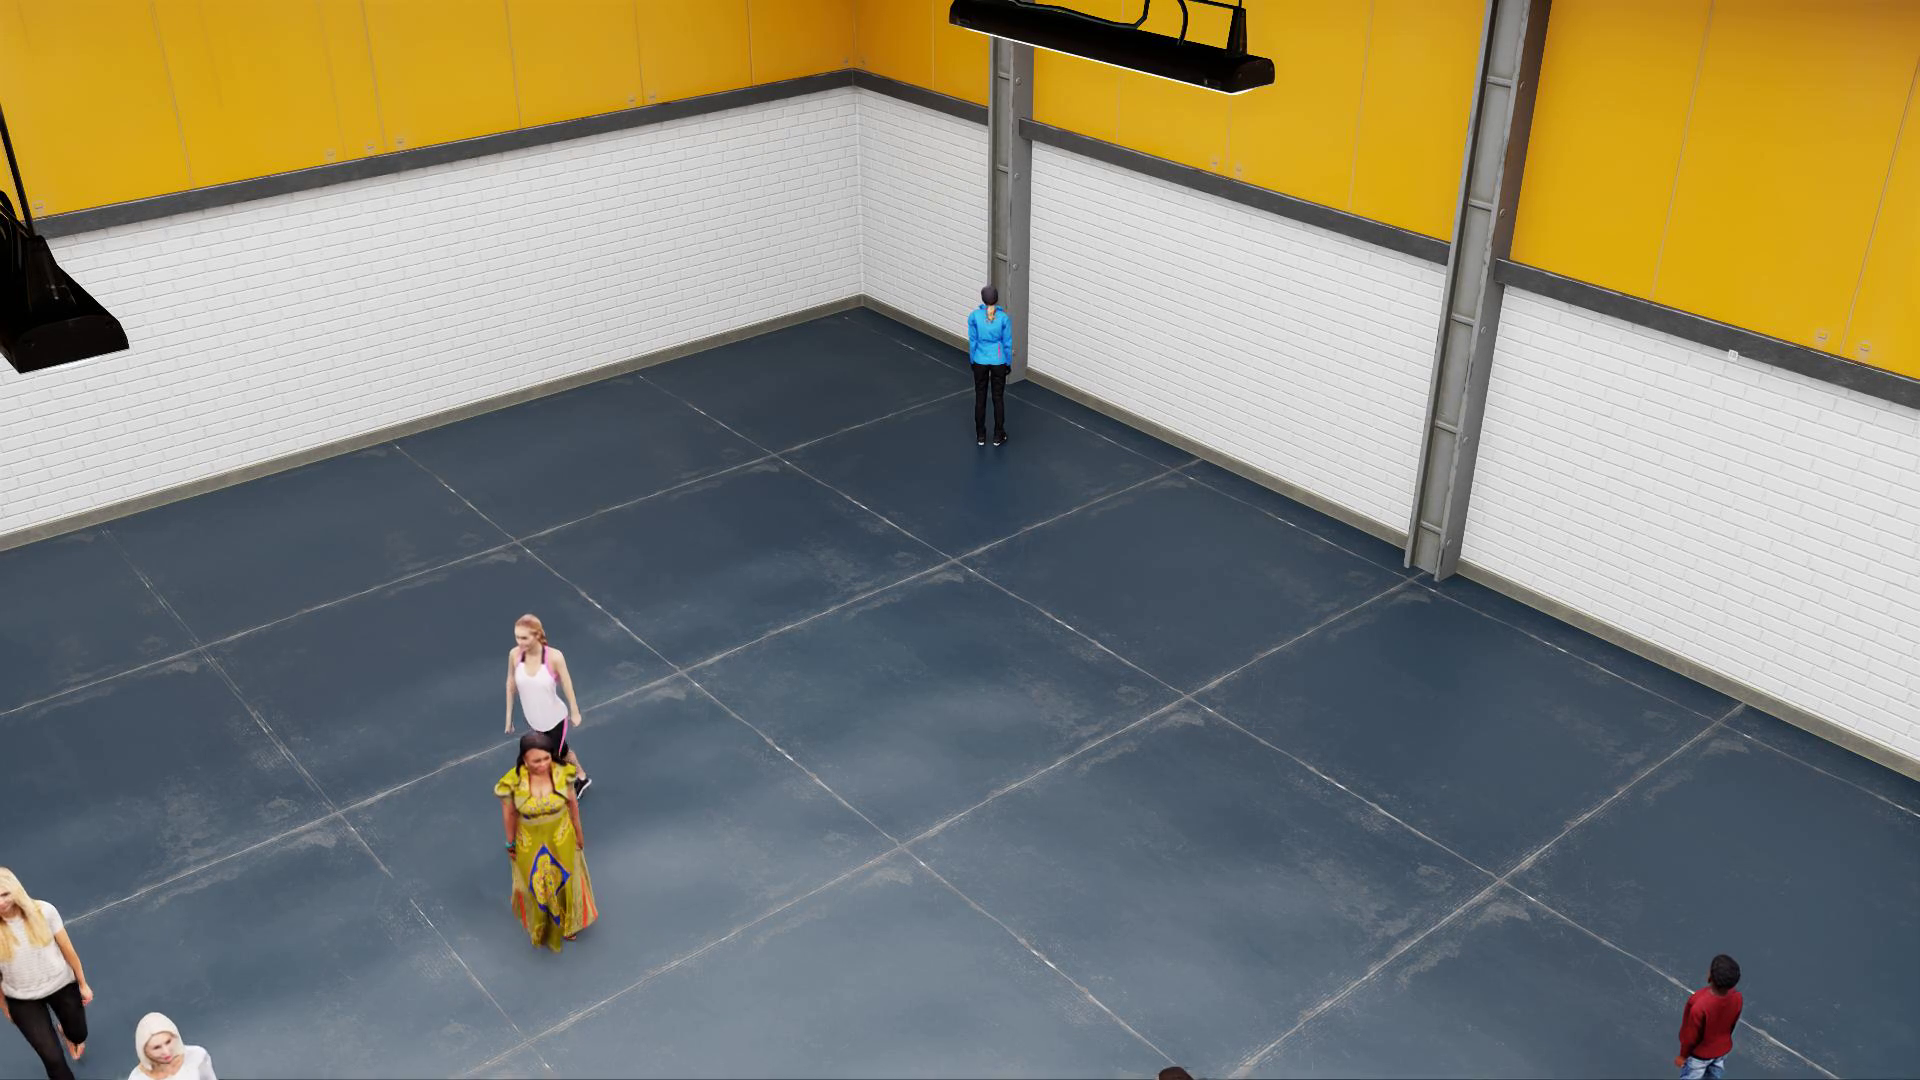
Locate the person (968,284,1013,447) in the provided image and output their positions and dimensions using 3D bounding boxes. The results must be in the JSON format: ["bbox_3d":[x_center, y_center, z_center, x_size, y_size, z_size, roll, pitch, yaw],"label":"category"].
[{"bbox_3d":[0.318,-1.853,17.591,0.670,1.790,0.754,5,29,10],"label":"person"}]

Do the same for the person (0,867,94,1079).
[{"bbox_3d":[-5.243,2.547,9.506,0.662,1.809,1.063,-18,33,-30],"label":"person"}]

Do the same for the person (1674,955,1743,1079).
[{"bbox_3d":[4.256,2.879,9.477,0.564,1.253,0.569,-10,30,-18],"label":"person"}]

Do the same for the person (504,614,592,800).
[{"bbox_3d":[-2.918,1.254,11.956,1.200,1.732,1.095,10,30,17],"label":"person"}]

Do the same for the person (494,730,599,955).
[{"bbox_3d":[-2.737,1.908,10.849,0.758,1.644,0.844,-17,33,-28],"label":"person"}]

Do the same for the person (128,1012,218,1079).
[{"bbox_3d":[-4.050,3.080,8.619,0.951,1.722,0.678,23,36,35],"label":"person"}]
